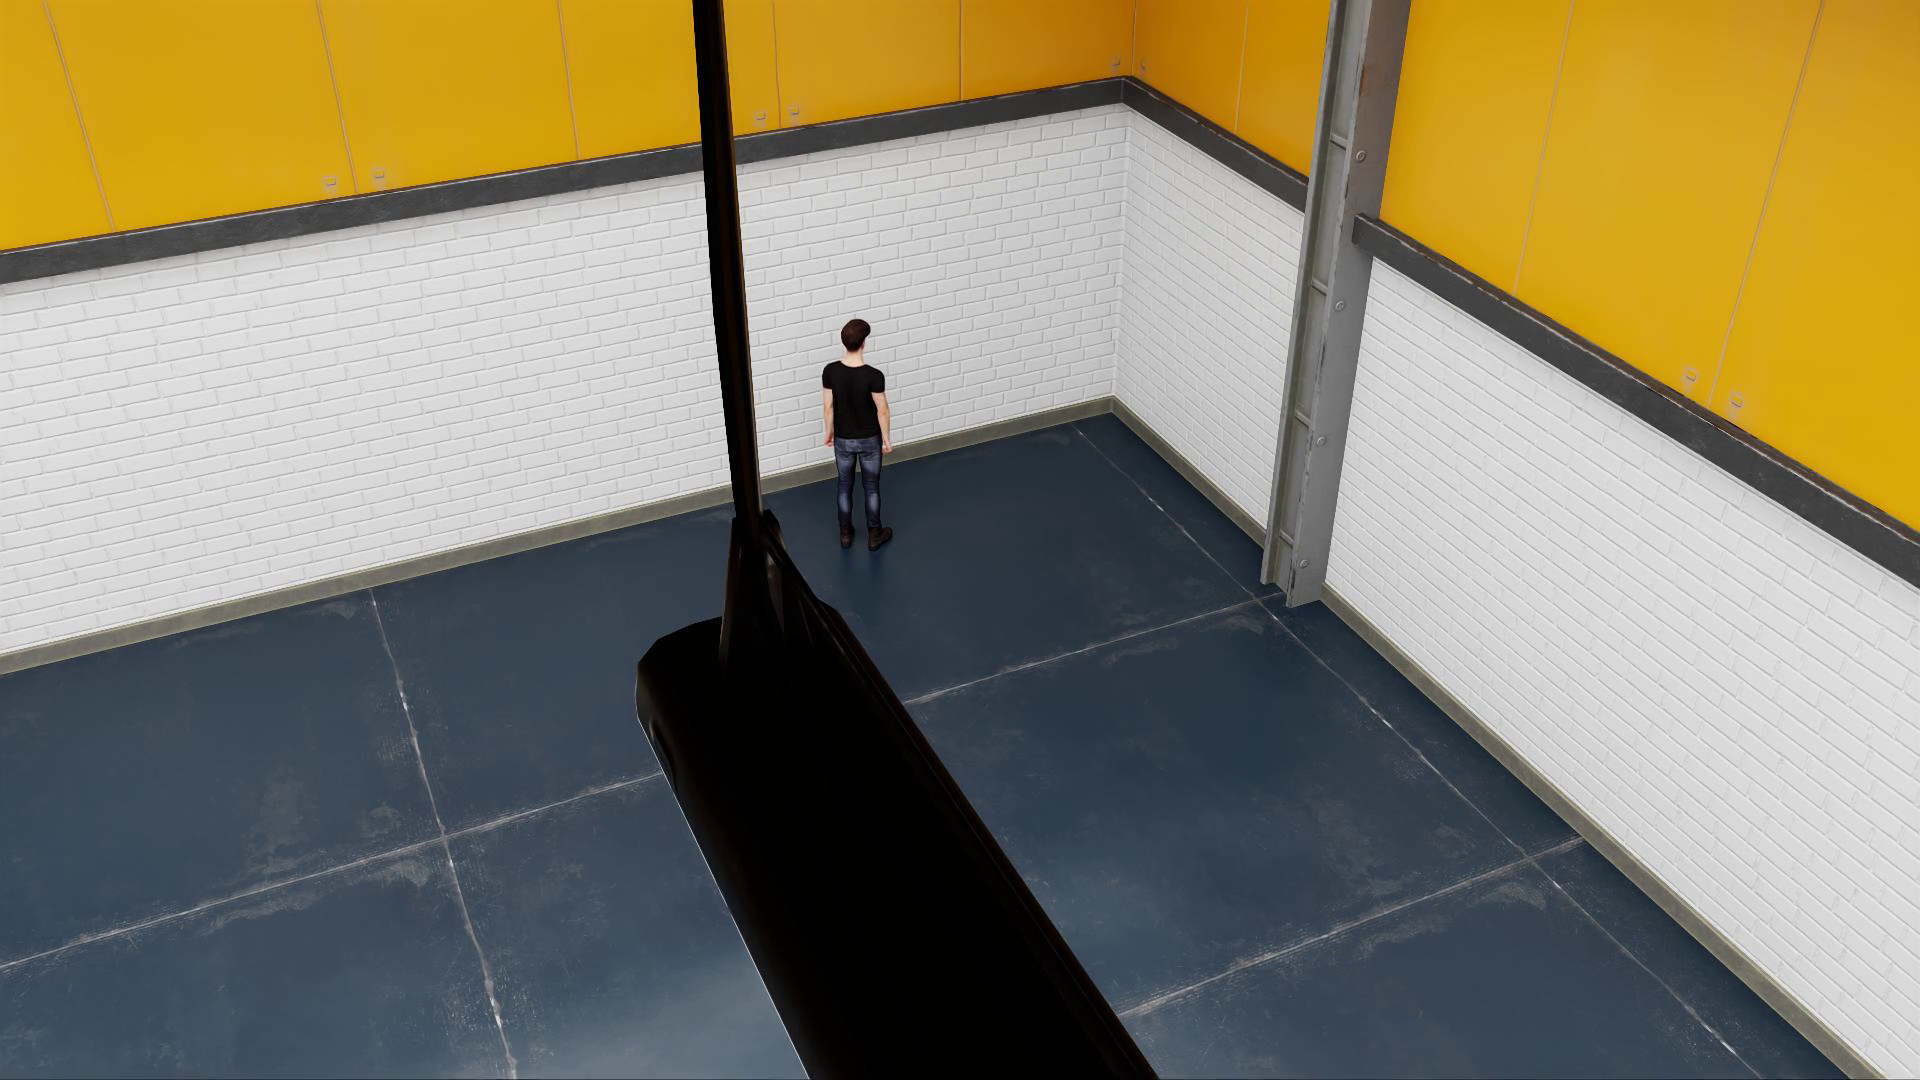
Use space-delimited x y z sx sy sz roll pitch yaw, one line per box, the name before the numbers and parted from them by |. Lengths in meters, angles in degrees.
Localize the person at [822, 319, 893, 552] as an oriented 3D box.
person | -0.782 -0.782 12.597 0.769 1.896 0.789 7 34 10
